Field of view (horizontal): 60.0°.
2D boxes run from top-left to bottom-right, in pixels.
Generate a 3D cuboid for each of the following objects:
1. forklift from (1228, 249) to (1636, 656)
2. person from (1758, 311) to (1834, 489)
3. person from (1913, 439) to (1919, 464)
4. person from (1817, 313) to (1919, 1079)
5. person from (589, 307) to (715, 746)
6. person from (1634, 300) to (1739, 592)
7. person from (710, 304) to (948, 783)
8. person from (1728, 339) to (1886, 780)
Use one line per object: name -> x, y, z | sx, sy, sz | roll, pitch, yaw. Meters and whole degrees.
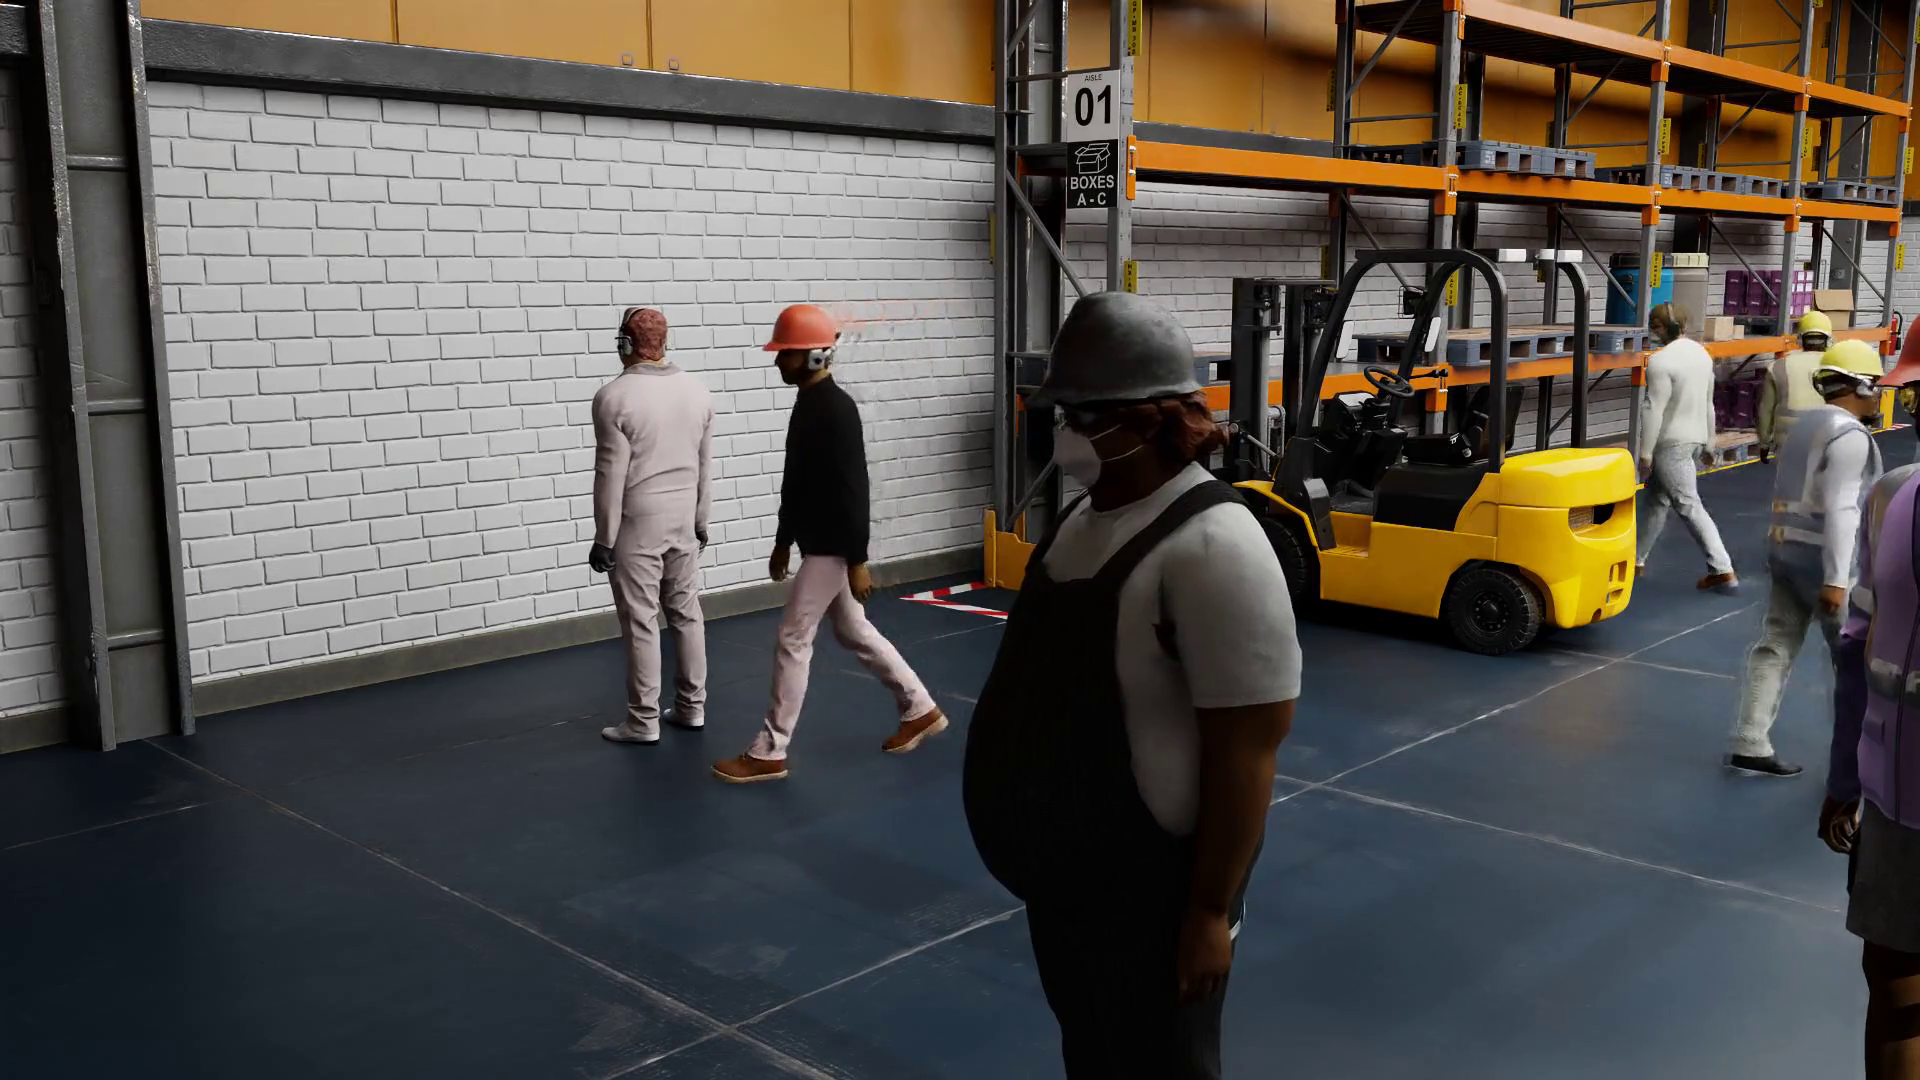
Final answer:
forklift -> 2.710, -0.584, 9.626 | 2.313, 2.155, 1.214 | 9, 13, 43
person -> 5.872, -0.694, 11.578 | 0.601, 1.782, 0.979 | 6, 11, 33
person -> 3.991, 0.089, 6.422 | 0.996, 1.902, 0.608 | -8, 12, -39
person -> 1.956, 0.521, 3.311 | 0.392, 2.041, 0.615 | -3, 10, -16
person -> -1.370, -0.061, 7.300 | 0.404, 1.906, 0.651 | 7, 12, 37
person -> 4.672, -0.610, 10.795 | 0.648, 1.881, 1.021 | -7, 12, -38
person -> -0.504, 0.000, 6.851 | 1.042, 1.944, 0.622 | -3, 10, -19
person -> 3.522, 0.097, 6.699 | 0.784, 1.785, 0.618 | 0, 9, 1
